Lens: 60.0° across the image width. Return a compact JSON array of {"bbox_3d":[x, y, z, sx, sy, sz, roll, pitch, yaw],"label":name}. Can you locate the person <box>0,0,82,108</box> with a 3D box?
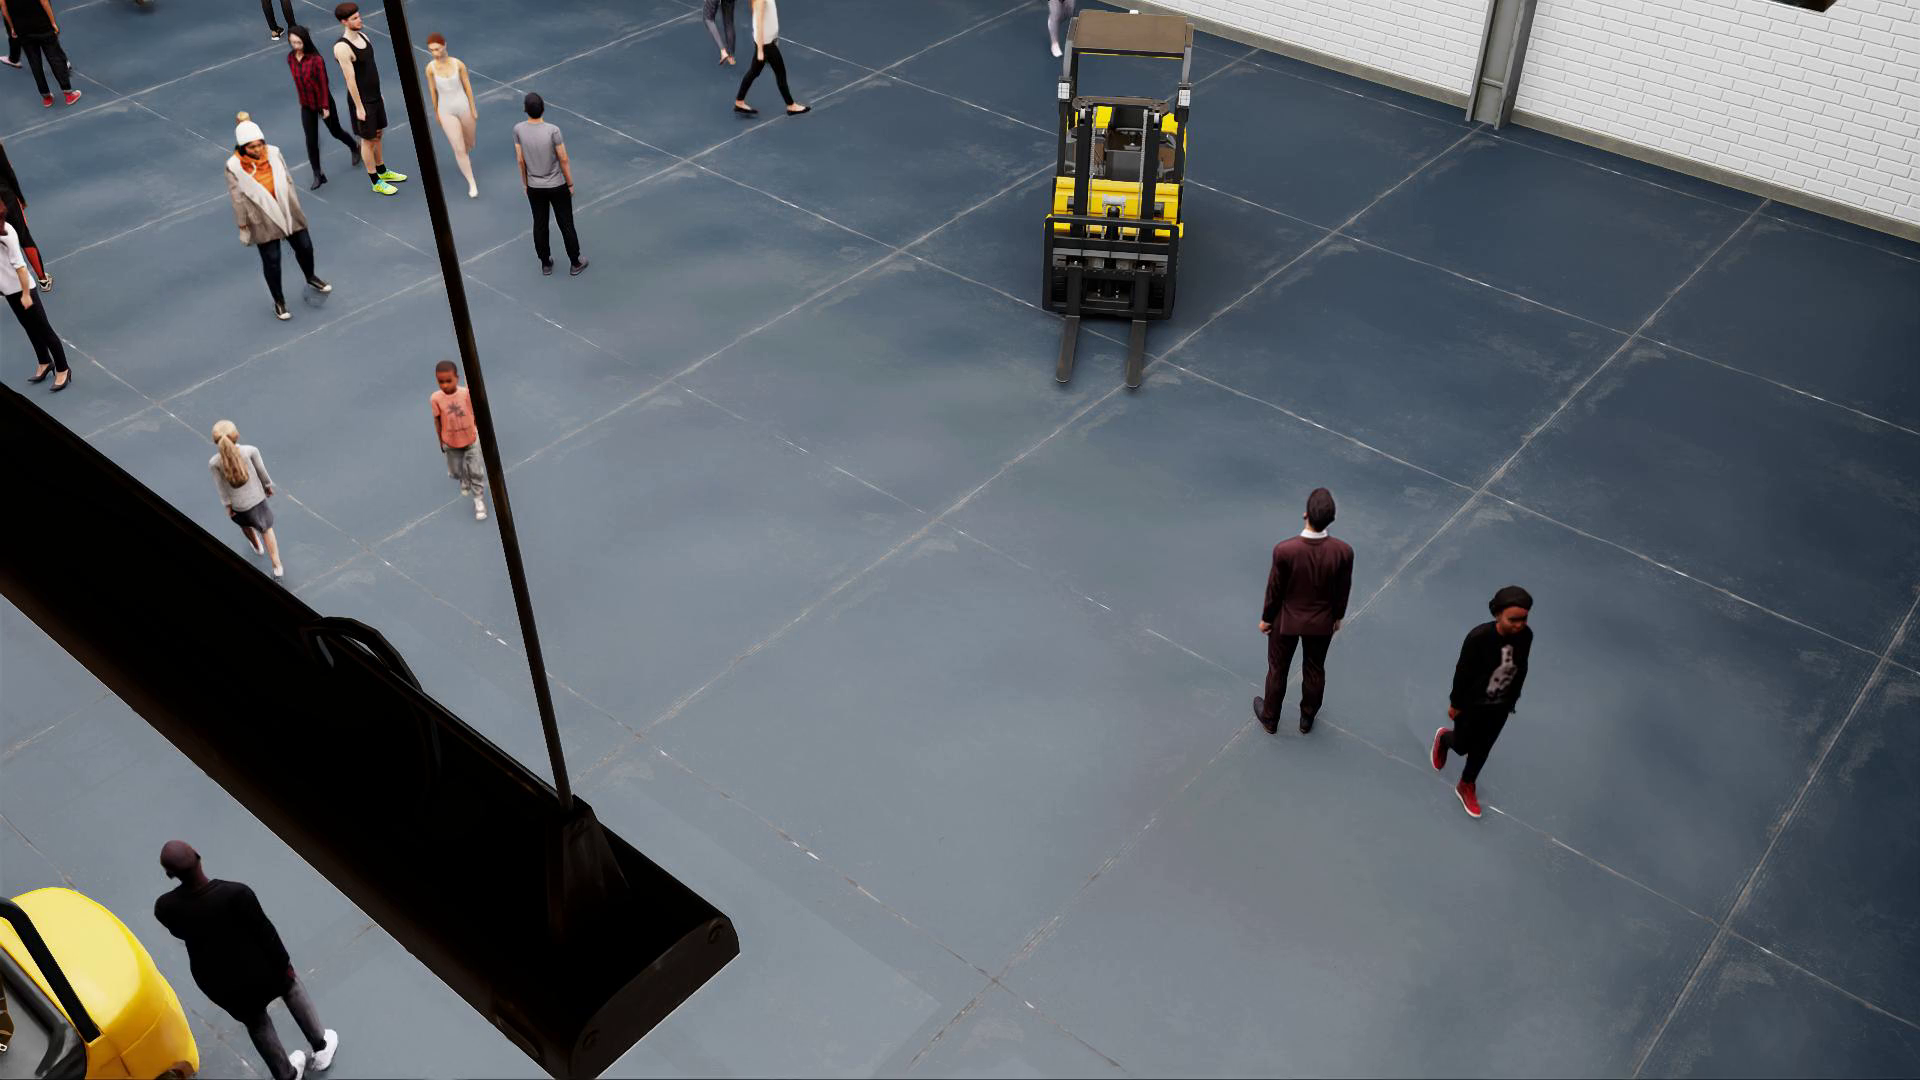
[{"bbox_3d":[-10.055,-5.580,18.024,0.710,1.757,0.738,-8,39,-10],"label":"person"}]

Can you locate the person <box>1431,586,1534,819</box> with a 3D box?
[{"bbox_3d":[3.112,0.902,9.984,0.855,1.661,0.926,-5,39,-7],"label":"person"}]

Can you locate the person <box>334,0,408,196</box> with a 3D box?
[{"bbox_3d":[-5.869,-4.367,16.397,0.781,1.891,0.770,4,39,5],"label":"person"}]

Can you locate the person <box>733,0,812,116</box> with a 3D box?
[{"bbox_3d":[-2.170,-5.296,17.728,1.097,1.682,1.062,-4,39,-5],"label":"person"}]

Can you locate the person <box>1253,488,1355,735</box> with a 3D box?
[{"bbox_3d":[2.139,0.475,10.356,0.759,1.865,0.842,1,39,1],"label":"person"}]

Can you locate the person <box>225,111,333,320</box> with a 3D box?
[{"bbox_3d":[-6.017,-2.870,14.517,0.868,1.898,0.780,-31,48,-33],"label":"person"}]

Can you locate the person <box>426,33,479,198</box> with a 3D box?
[{"bbox_3d":[-5.004,-4.262,16.484,0.847,1.619,1.030,-14,41,-16],"label":"person"}]

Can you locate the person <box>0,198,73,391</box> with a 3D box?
[{"bbox_3d":[-7.675,-2.051,13.574,0.491,1.795,0.689,22,43,25],"label":"person"}]

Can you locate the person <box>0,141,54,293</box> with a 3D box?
[{"bbox_3d":[-8.568,-3.008,14.762,0.671,1.808,0.619,-24,44,-27],"label":"person"}]

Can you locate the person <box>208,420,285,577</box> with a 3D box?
[{"bbox_3d":[-5.042,-0.277,11.785,0.716,1.255,0.946,-19,42,-22],"label":"person"}]

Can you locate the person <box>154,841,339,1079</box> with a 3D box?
[{"bbox_3d":[-3.609,2.223,8.276,0.872,1.728,0.917,-4,39,-5],"label":"person"}]

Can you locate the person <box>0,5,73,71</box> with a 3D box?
[{"bbox_3d":[-10.500,-5.997,18.697,1.225,1.568,0.966,10,40,12],"label":"person"}]

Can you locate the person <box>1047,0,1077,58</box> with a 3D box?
[{"bbox_3d":[1.129,-6.421,19.205,0.751,1.597,0.846,-14,41,-17],"label":"person"}]

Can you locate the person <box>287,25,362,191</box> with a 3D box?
[{"bbox_3d":[-6.367,-4.380,16.630,1.030,1.621,0.943,8,39,10],"label":"person"}]

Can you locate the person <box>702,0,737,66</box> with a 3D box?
[{"bbox_3d":[-2.681,-6.191,18.789,0.761,1.757,0.838,-17,42,-20],"label":"person"}]

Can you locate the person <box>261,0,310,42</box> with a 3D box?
[{"bbox_3d":[-8.114,-6.786,19.457,0.704,1.852,0.810,4,39,5],"label":"person"}]

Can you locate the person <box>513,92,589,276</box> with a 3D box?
[{"bbox_3d":[-3.744,-3.225,15.078,0.673,1.753,0.757,1,39,2],"label":"person"}]

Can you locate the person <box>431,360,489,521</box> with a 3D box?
[{"bbox_3d":[-3.715,-0.792,12.394,0.688,1.299,0.777,-9,39,-11],"label":"person"}]
